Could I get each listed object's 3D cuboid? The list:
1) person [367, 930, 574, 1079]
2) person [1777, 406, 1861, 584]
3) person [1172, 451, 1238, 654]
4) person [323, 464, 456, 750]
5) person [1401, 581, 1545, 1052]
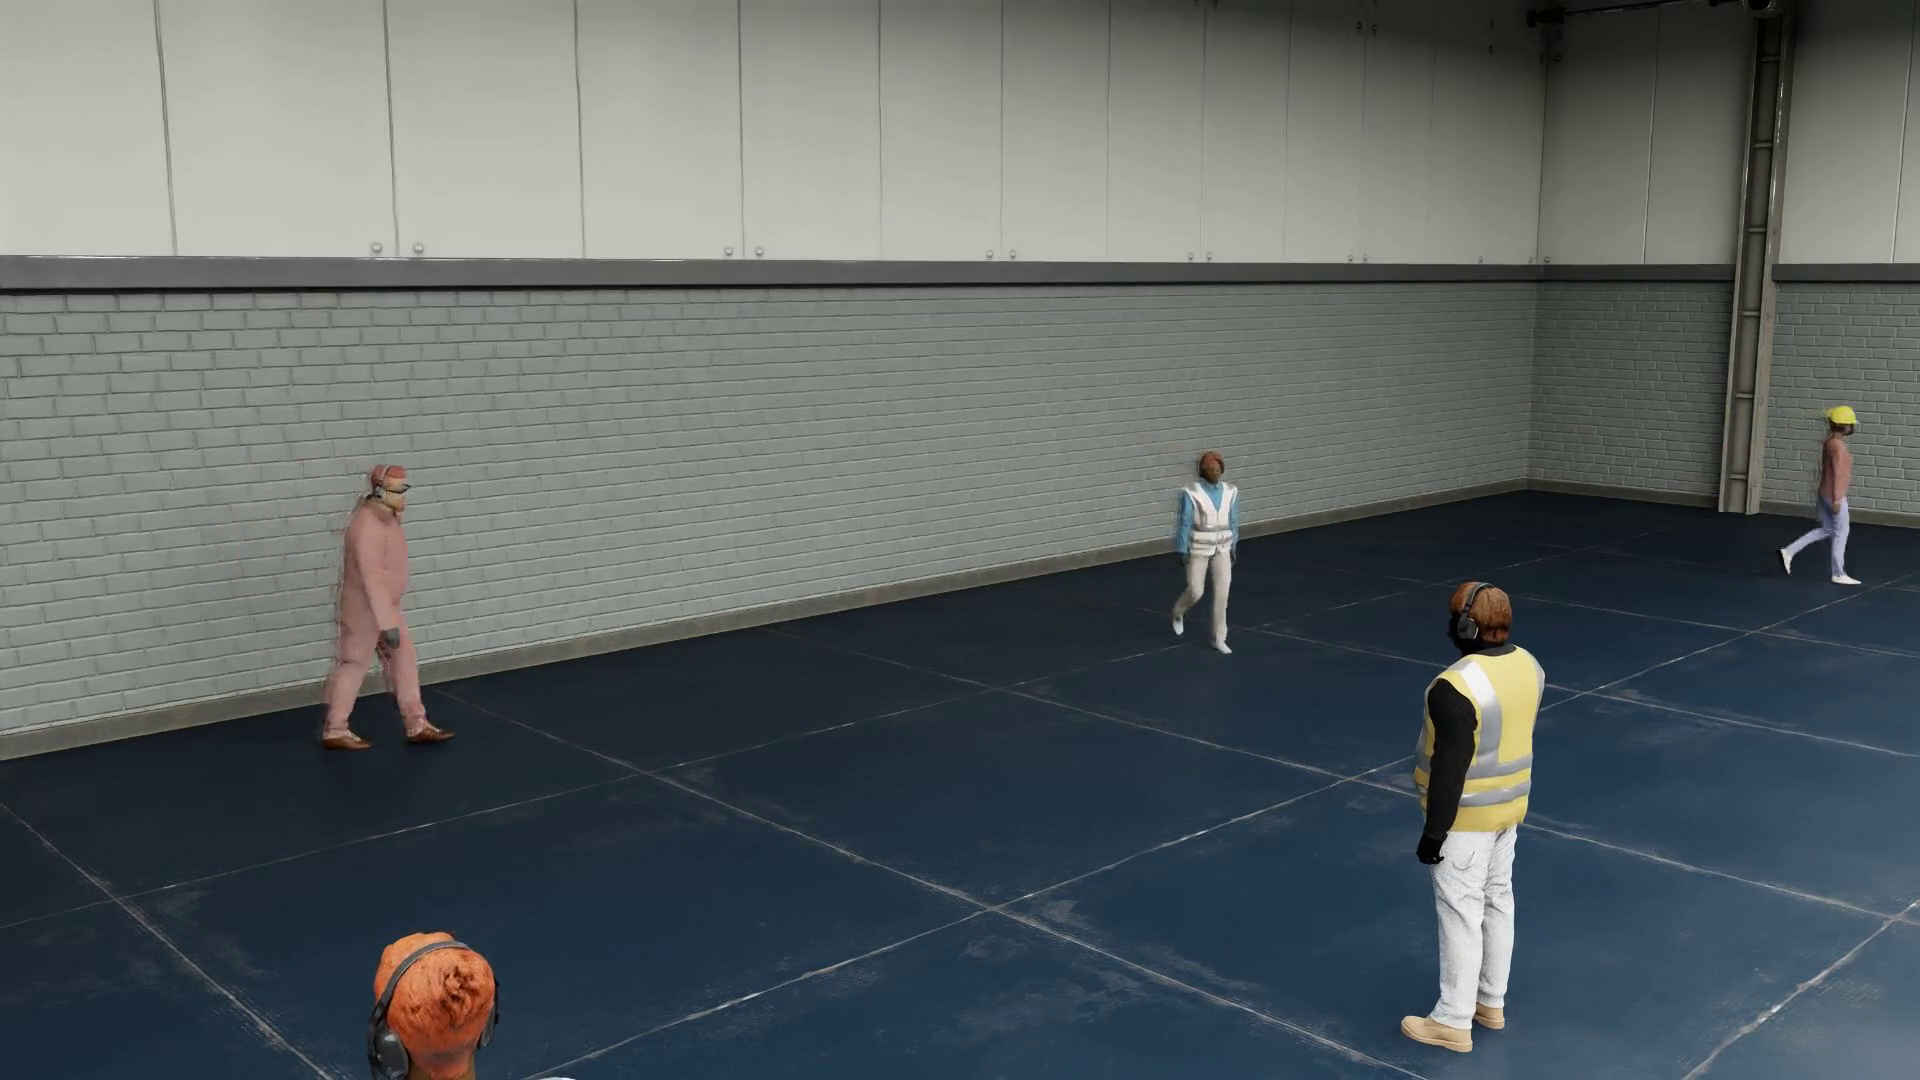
[{"bbox_3d":[-0.908,1.617,3.023,0.574,1.884,0.356,-9,13,-43],"label":"person"},{"bbox_3d":[8.433,-0.438,16.203,0.678,1.748,0.528,3,10,15],"label":"person"},{"bbox_3d":[1.968,0.078,13.400,0.517,1.618,0.633,-3,10,-20],"label":"person"},{"bbox_3d":[-3.636,0.442,10.455,0.919,1.839,0.659,0,9,-3],"label":"person"},{"bbox_3d":[1.998,1.073,6.531,0.625,1.844,0.429,-9,13,-43],"label":"person"}]
